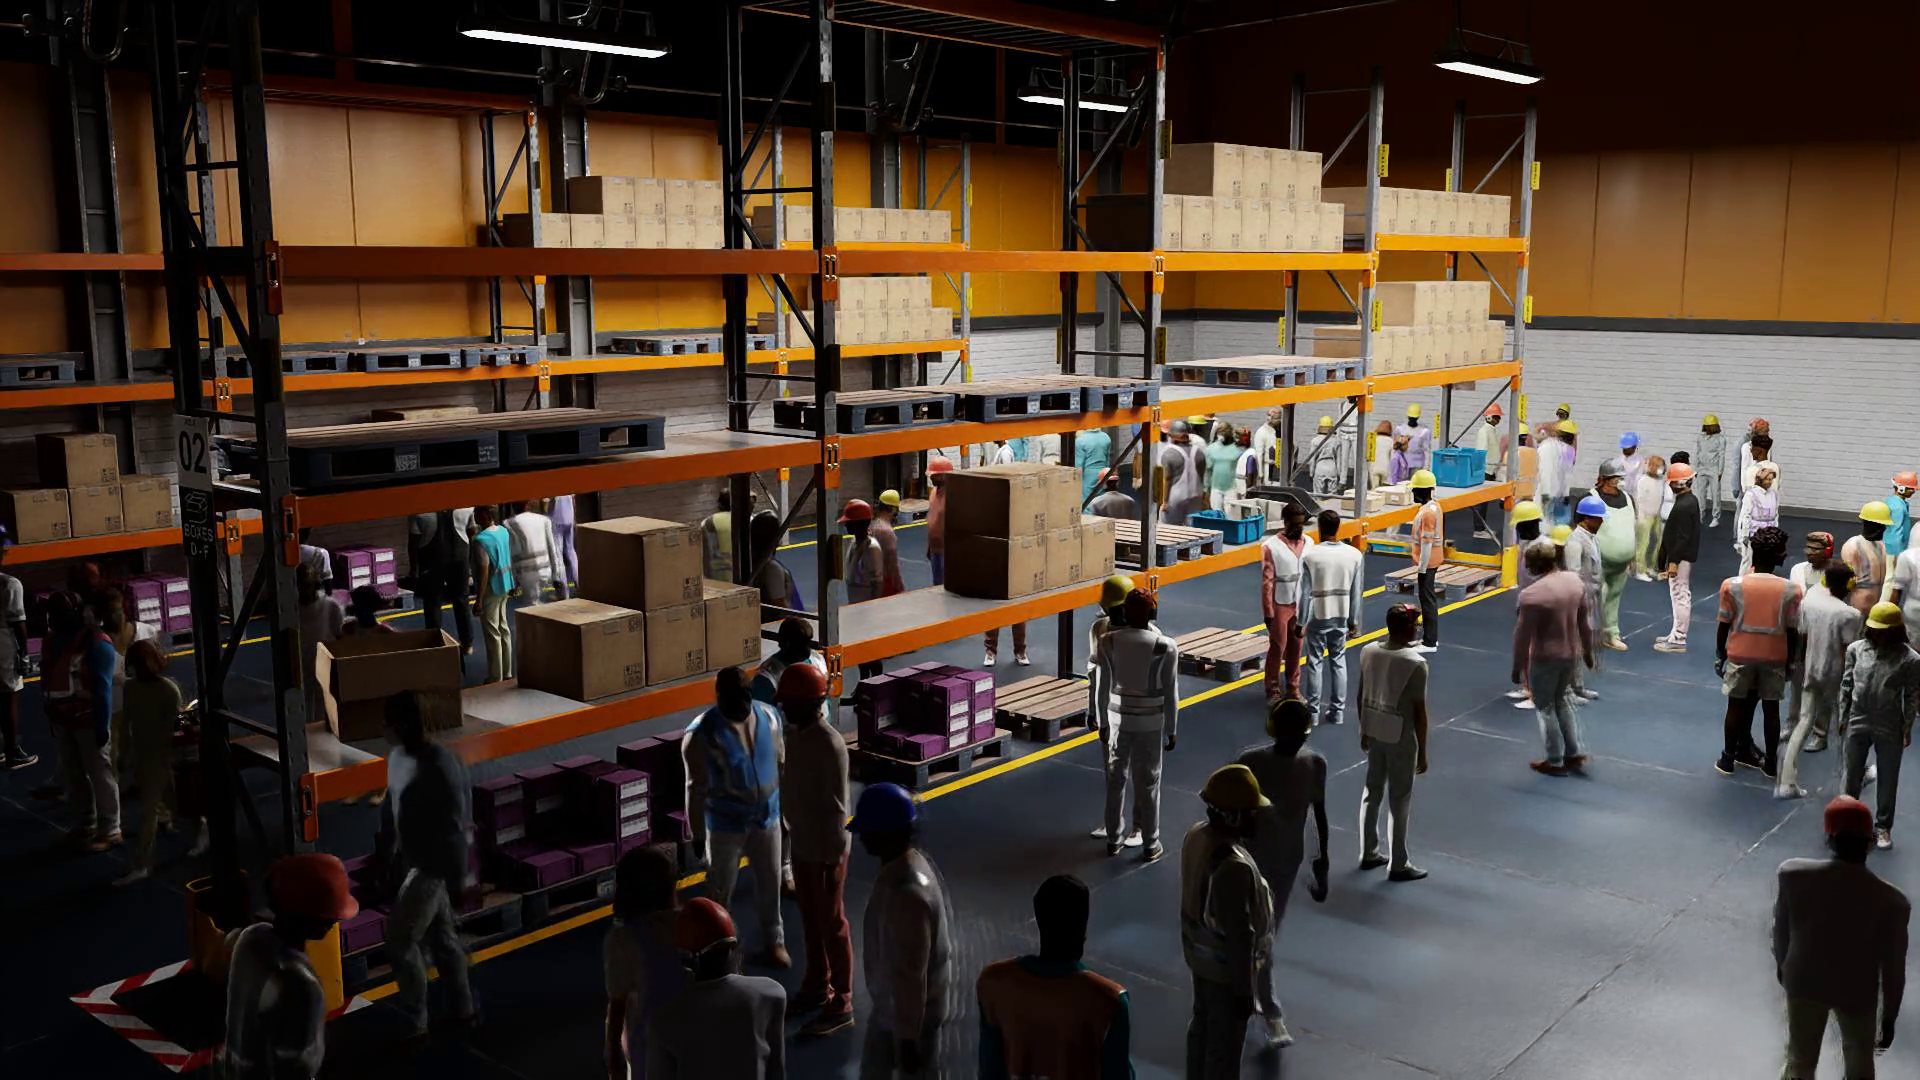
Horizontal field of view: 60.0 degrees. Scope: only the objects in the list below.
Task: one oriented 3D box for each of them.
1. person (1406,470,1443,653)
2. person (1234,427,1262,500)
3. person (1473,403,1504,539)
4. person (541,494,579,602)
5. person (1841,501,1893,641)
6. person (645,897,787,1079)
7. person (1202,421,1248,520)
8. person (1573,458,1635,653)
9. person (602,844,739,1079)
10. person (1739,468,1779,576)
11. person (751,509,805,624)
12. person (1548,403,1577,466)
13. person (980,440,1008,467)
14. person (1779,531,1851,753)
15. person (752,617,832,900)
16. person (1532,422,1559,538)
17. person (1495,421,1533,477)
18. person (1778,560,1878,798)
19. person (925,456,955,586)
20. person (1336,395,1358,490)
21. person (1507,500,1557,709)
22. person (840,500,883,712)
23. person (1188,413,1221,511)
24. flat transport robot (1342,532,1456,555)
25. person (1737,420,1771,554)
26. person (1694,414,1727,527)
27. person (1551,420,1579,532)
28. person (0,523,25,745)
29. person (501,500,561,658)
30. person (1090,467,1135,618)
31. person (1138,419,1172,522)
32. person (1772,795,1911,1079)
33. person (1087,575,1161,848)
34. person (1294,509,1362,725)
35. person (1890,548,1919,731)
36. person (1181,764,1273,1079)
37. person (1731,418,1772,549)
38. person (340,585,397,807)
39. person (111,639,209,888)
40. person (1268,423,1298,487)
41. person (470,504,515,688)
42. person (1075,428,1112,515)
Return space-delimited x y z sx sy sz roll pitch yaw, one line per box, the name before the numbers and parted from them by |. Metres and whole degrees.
person | 4.831 0.220 17.348 0.403 1.919 0.587 3 10 17
person | 3.888 -0.613 22.571 0.388 1.837 0.560 -1 10 -7
person | 7.796 -1.028 24.554 0.379 1.996 0.608 5 11 29
person | -4.794 -0.168 19.919 0.418 1.825 0.552 6 11 32
person | 8.187 0.598 15.064 0.594 1.922 0.385 -7 12 -35
person | -0.911 2.177 6.191 0.565 1.742 0.369 -6 11 -32
person | 3.592 -0.652 22.555 0.643 1.927 0.474 6 11 32
person | 6.768 0.159 17.335 0.684 2.000 0.538 -3 10 -17
person | -1.122 2.083 6.545 0.557 1.817 0.395 0 10 -1
person | 9.519 -0.051 19.817 0.518 1.632 0.313 -4 10 -21
person | -1.549 0.756 13.770 0.537 2.000 0.682 -6 11 -32
person | 9.856 -1.371 27.335 0.528 1.752 0.340 6 11 31
person | 0.526 -0.874 24.034 0.508 1.865 0.329 7 12 34
person | 7.127 0.836 13.872 0.389 1.846 0.566 -4 10 -24
person | -1.048 1.383 10.669 0.429 1.833 0.636 7 12 37
person | 8.034 -0.685 22.873 0.428 1.873 0.684 5 11 29
person | 8.580 -1.107 25.840 0.543 1.717 0.895 -1 10 -5
person | 6.627 1.058 12.665 1.001 1.812 0.511 -5 11 -27
person | -0.193 0.079 17.957 0.402 1.989 0.623 -5 11 -29
person | 6.955 -1.810 29.559 0.584 1.882 0.337 7 12 36
person | 5.220 0.586 15.199 0.429 1.909 0.612 -1 10 -4
person | -0.895 0.593 15.052 0.379 1.937 0.548 -4 10 -25
person | 3.759 -1.192 25.439 0.613 2.033 0.411 5 11 28
flat transport robot | 6.098 0.066 23.165 1.431 0.197 0.652 7 12 35
person | 11.048 -0.726 23.092 0.583 1.882 0.350 -6 11 -34
person | 11.520 -1.069 25.595 0.343 1.736 0.484 -6 11 -32
person | 8.268 -0.702 22.897 0.479 1.898 0.655 -2 10 -11
person | -8.109 0.788 13.951 0.447 1.911 0.621 -5 11 -27
person | -4.218 0.369 16.737 0.871 1.832 0.555 6 11 32
person | 1.710 0.036 18.990 0.570 1.729 0.392 -4 10 -23
person | 2.889 -0.852 23.861 0.586 1.892 0.965 6 11 31
person | 3.912 1.981 7.443 0.561 1.707 0.881 7 12 34
person | 1.128 1.180 11.633 0.592 1.912 0.399 8 12 38
person | 3.230 0.685 14.603 0.597 1.909 0.405 -3 10 -17
person | 8.480 0.691 14.554 0.620 1.911 1.024 6 11 33
person | 1.210 1.903 7.545 0.404 1.828 0.602 -2 10 -11
person | 11.142 -0.778 23.384 0.652 1.894 0.401 -3 10 -18
person | -4.404 1.168 12.328 0.555 1.684 0.483 3 10 19
person | -5.346 1.425 11.104 0.515 1.593 0.838 5 11 29
person | 4.777 -0.892 24.653 0.534 1.694 0.321 -5 11 -28
person | -4.446 0.511 15.800 0.389 1.850 0.567 1 10 7
person | 1.868 -0.879 23.932 0.637 1.911 0.403 -7 12 -36
